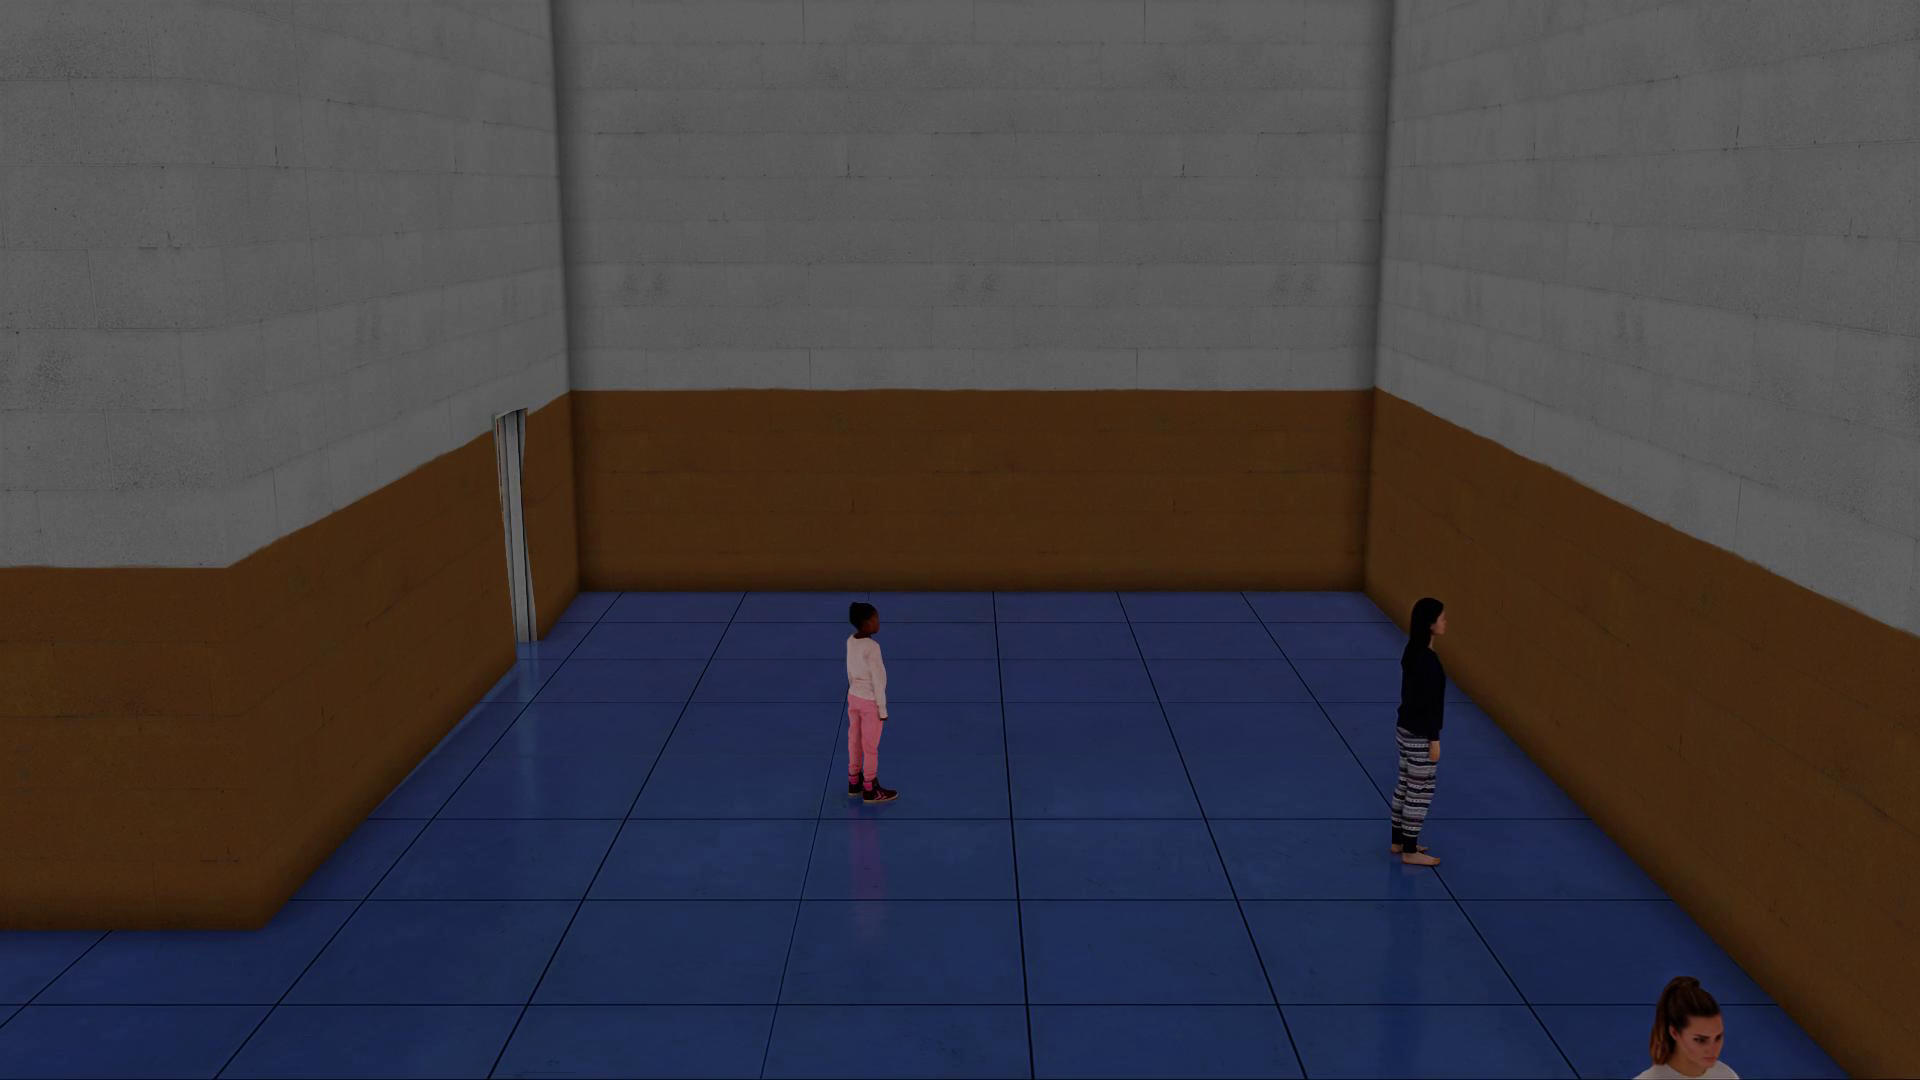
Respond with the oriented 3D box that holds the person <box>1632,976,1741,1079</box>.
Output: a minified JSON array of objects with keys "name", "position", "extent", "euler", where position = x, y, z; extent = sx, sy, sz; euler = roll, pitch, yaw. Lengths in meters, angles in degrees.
[{"name":"person","position":[2.379,2.286,5.564],"extent":[0.558,1.719,0.729],"euler":[-4,12,-17]}]

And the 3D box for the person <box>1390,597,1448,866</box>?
[{"name":"person","position":[2.935,1.209,10.644],"extent":[0.528,1.734,0.619],"euler":[-1,12,-4]}]

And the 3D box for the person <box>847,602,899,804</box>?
[{"name":"person","position":[-0.665,1.125,11.750],"extent":[0.664,1.441,0.628],"euler":[-9,15,-35]}]
